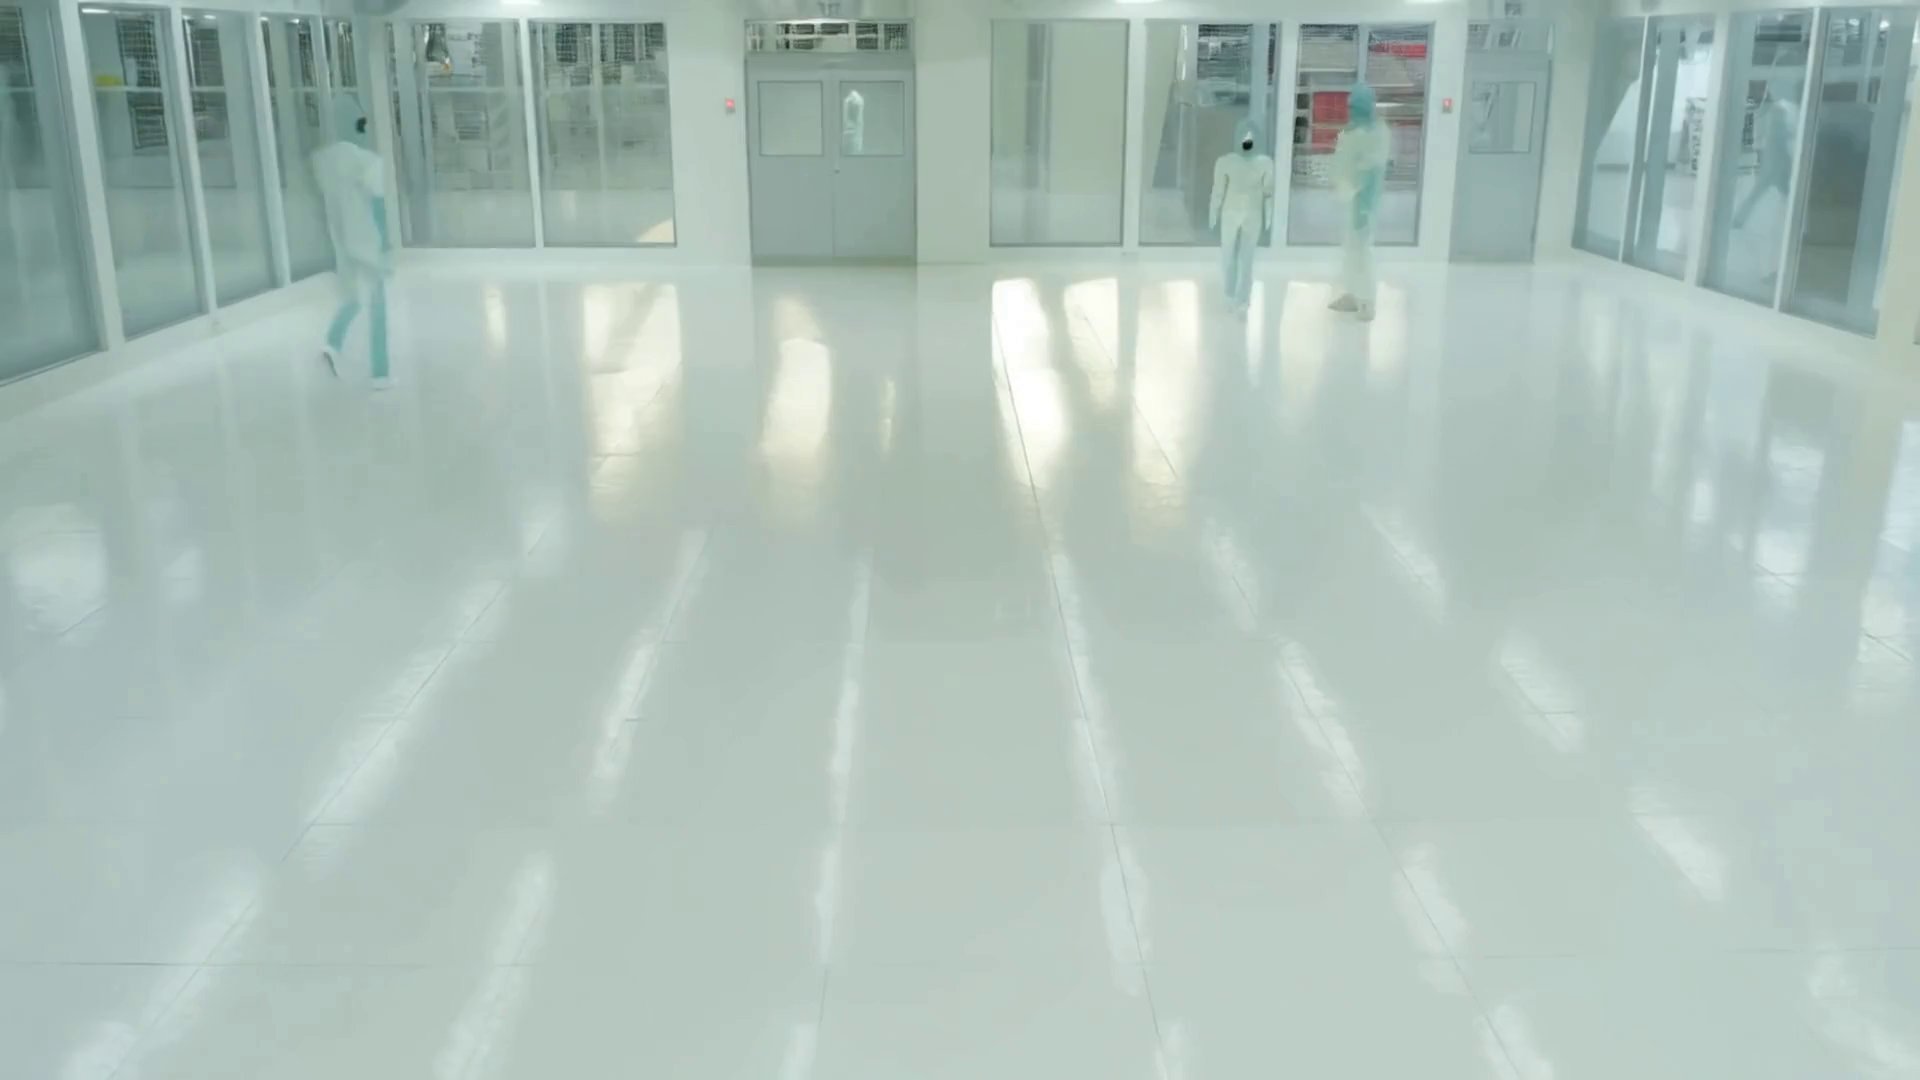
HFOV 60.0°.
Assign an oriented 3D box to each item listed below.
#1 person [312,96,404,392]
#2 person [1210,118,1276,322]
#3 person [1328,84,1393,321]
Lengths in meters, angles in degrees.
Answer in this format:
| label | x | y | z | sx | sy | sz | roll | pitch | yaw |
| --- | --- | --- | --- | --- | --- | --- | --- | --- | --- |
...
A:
| label | x | y | z | sx | sy | sz | roll | pitch | yaw |
| --- | --- | --- | --- | --- | --- | --- | --- | --- | --- |
| person | -3.818 | -1.816 | 10.399 | 0.541 | 1.846 | 0.568 | 4 | 17 | 15 |
| person | 2.287 | -2.615 | 13.530 | 0.502 | 1.607 | 0.728 | 2 | 17 | 7 |
| person | 3.198 | -2.750 | 13.535 | 0.397 | 1.872 | 0.774 | -3 | 17 | -11 |
